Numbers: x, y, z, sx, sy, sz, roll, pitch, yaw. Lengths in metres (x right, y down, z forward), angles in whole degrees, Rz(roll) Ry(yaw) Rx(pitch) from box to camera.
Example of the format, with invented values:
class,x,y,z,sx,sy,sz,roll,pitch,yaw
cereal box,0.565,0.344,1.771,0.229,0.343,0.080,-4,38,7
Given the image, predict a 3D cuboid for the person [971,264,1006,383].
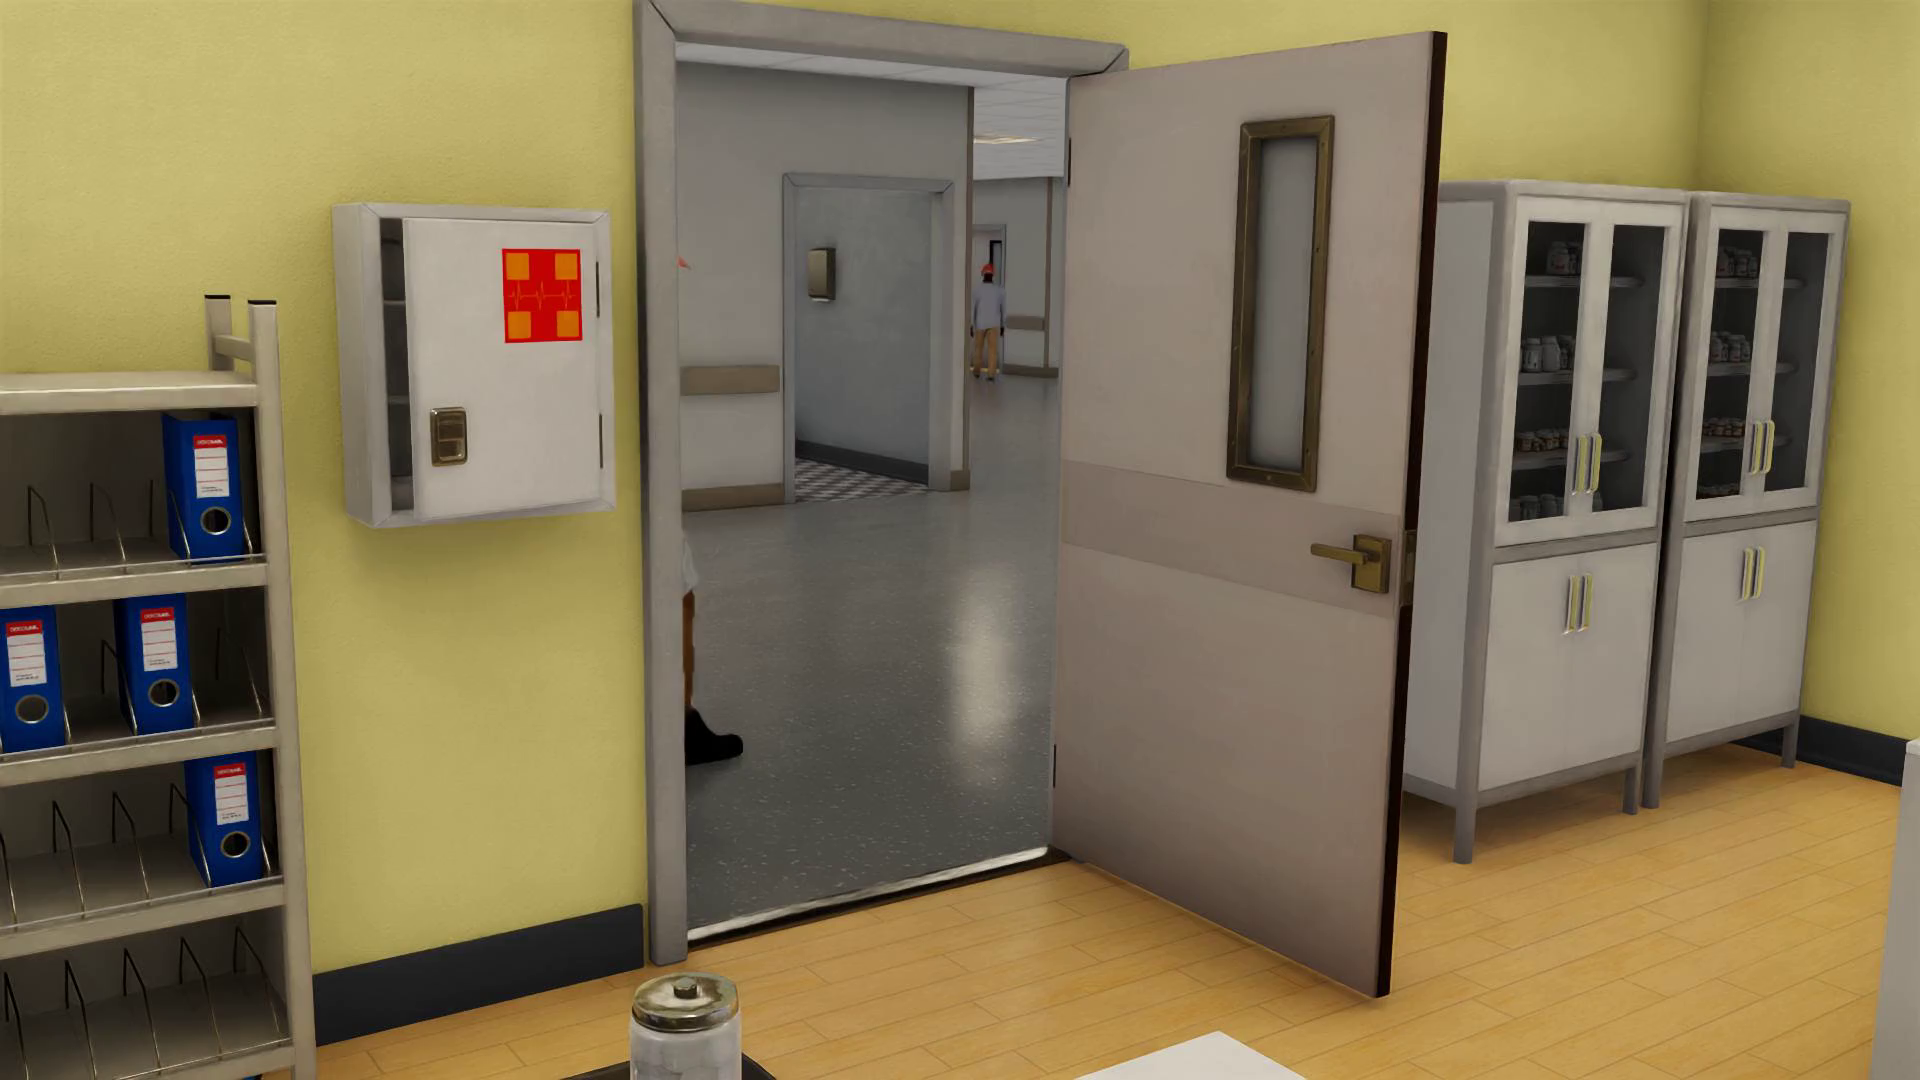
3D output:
class,x,y,z,sx,sy,sz,roll,pitch,yaw
person,0.391,-3.155,24.266,0.578,1.697,0.930,0,10,-5
